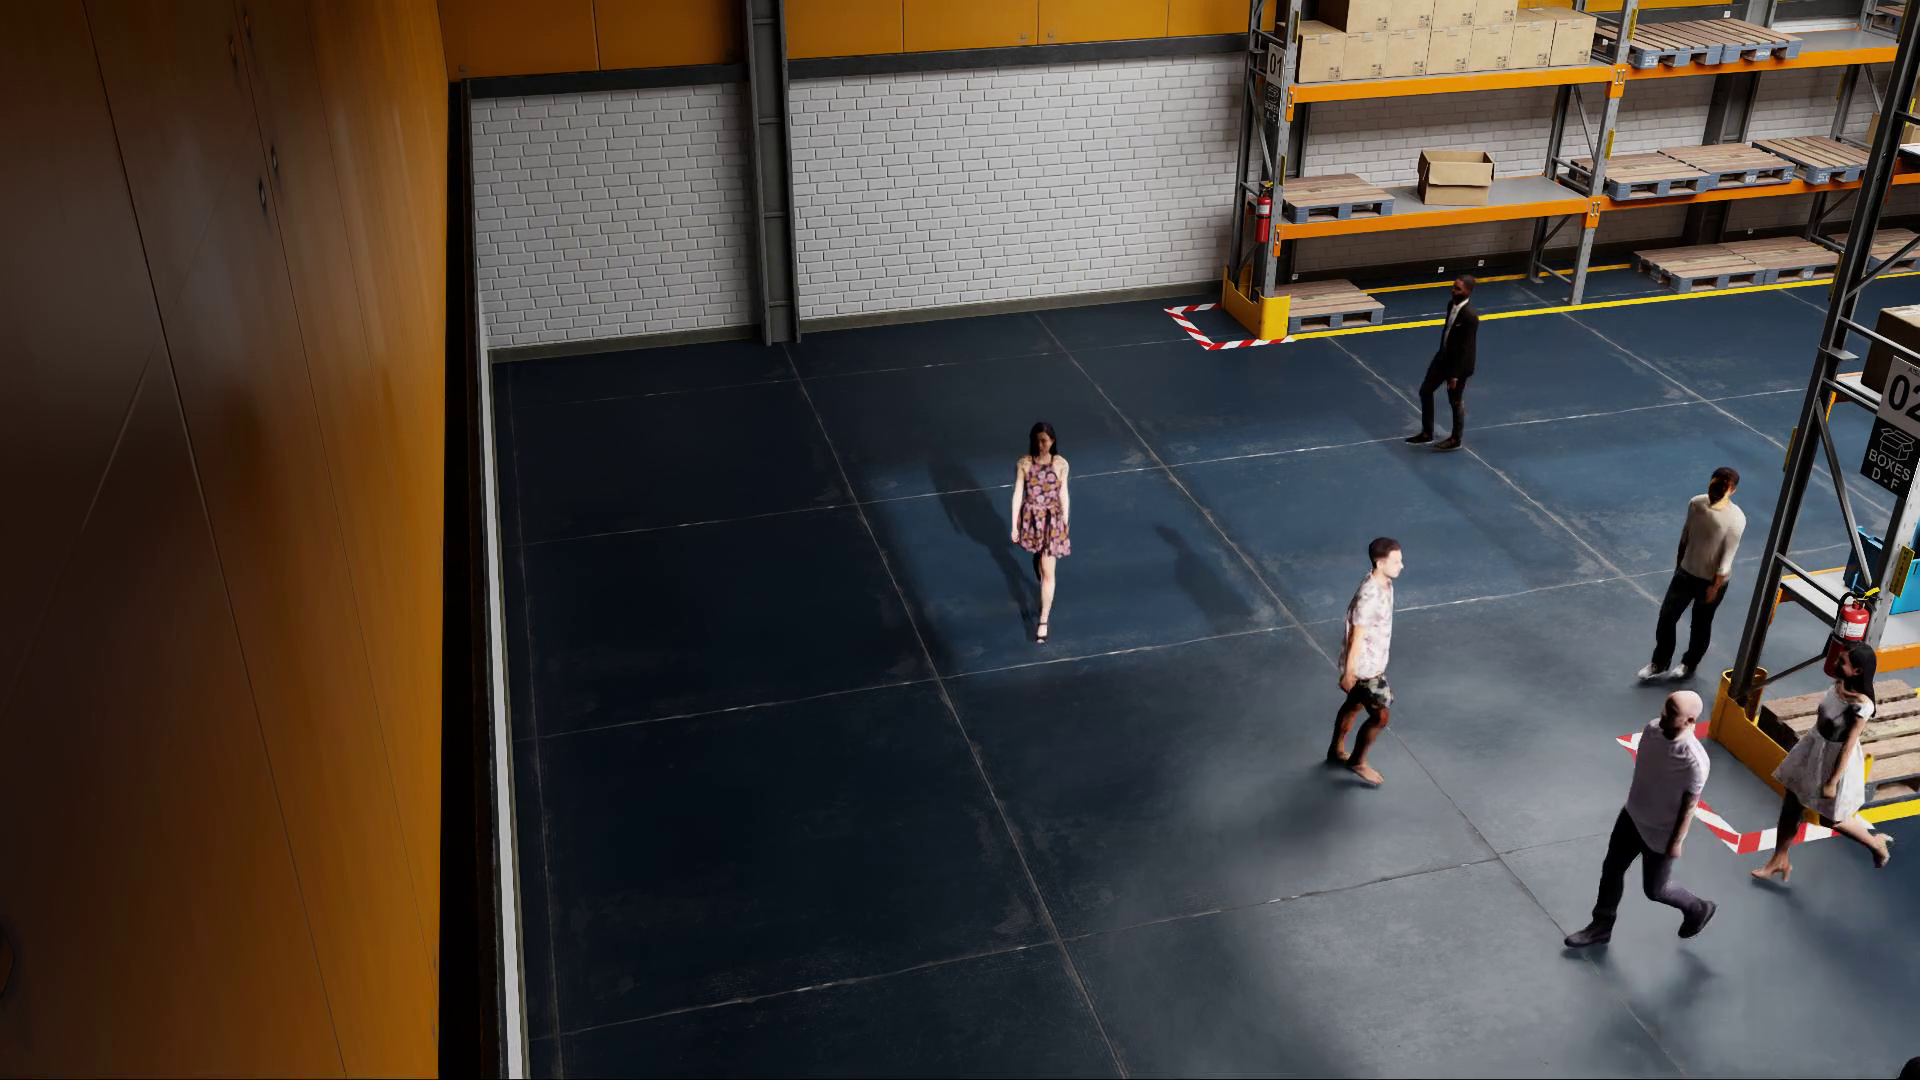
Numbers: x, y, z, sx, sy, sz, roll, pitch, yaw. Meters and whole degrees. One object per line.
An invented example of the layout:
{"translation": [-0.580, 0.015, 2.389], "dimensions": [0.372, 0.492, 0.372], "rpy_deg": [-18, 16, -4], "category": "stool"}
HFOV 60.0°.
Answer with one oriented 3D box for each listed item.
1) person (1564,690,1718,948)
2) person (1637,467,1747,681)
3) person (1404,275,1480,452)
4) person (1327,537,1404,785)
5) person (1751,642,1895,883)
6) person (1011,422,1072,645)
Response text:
{"translation": [4.122, 1.656, 9.688], "dimensions": [1.098, 1.809, 0.683], "rpy_deg": [-6, 29, -11], "category": "person"}
{"translation": [5.556, 0.245, 12.298], "dimensions": [0.862, 1.787, 0.776], "rpy_deg": [-18, 33, -29], "category": "person"}
{"translation": [4.771, -1.671, 15.812], "dimensions": [0.764, 1.786, 0.716], "rpy_deg": [-6, 29, -11], "category": "person"}
{"translation": [2.673, 0.782, 11.299], "dimensions": [0.883, 1.802, 0.839], "rpy_deg": [12, 31, 21], "category": "person"}
{"translation": [5.392, 1.423, 10.175], "dimensions": [1.112, 1.752, 0.834], "rpy_deg": [2, 29, 4], "category": "person"}
{"translation": [0.648, -0.141, 13.059], "dimensions": [1.064, 1.737, 0.950], "rpy_deg": [4, 29, 7], "category": "person"}
